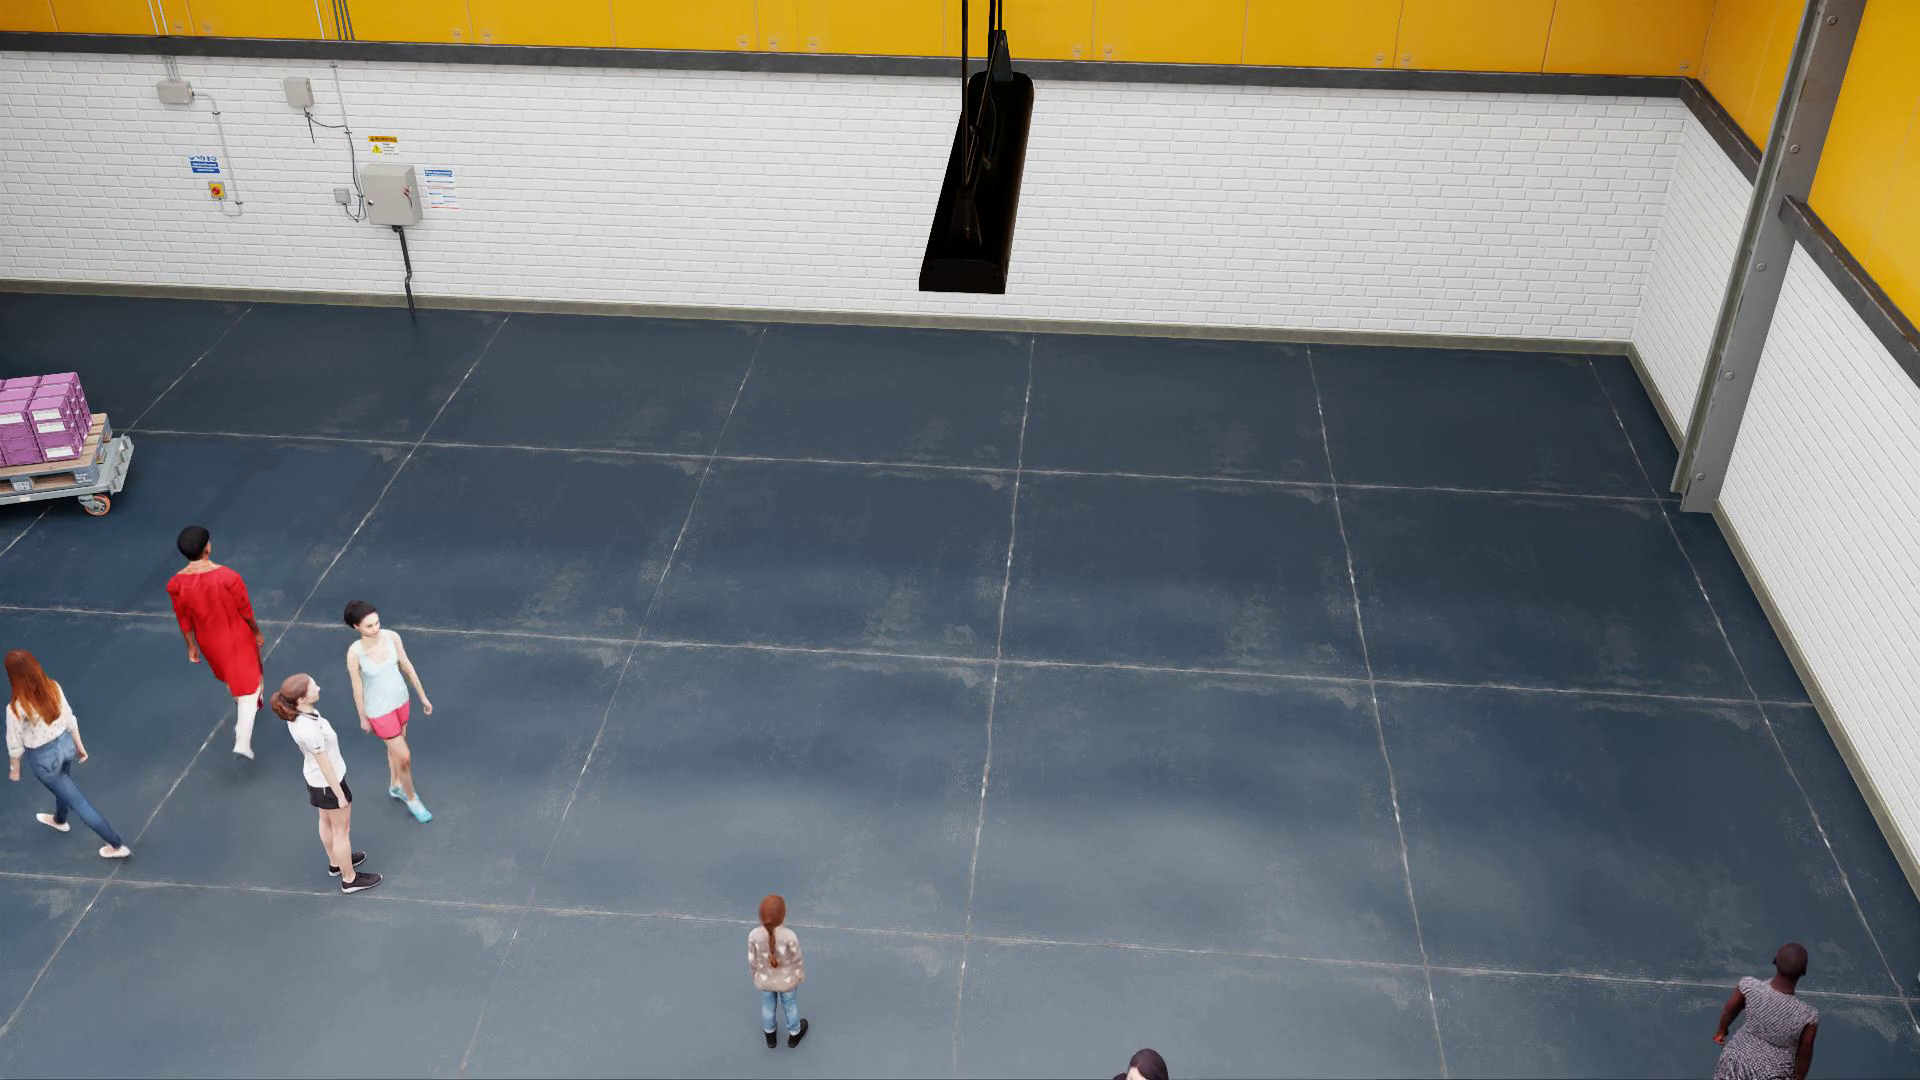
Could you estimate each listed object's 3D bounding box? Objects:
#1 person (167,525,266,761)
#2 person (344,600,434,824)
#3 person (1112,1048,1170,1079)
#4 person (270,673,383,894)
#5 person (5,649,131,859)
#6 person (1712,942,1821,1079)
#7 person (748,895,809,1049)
[{"bbox_3d":[-5.394,0.774,12.170,0.777,1.856,1.188,-2,34,-3],"label":"person"},{"bbox_3d":[-4.075,1.147,11.703,0.828,1.753,0.816,20,39,28],"label":"person"},{"bbox_3d":[0.977,3.199,8.664,1.040,1.699,1.191,27,42,34],"label":"person"},{"bbox_3d":[-4.210,1.599,11.023,0.728,1.752,0.667,-24,41,-32],"label":"person"},{"bbox_3d":[-6.059,1.495,11.236,0.842,1.689,1.110,12,35,17],"label":"person"},{"bbox_3d":[4.301,2.895,9.047,0.749,1.782,0.773,28,42,35],"label":"person"},{"bbox_3d":[-1.103,2.611,10.009,0.482,1.190,0.459,2,34,3],"label":"person"}]
